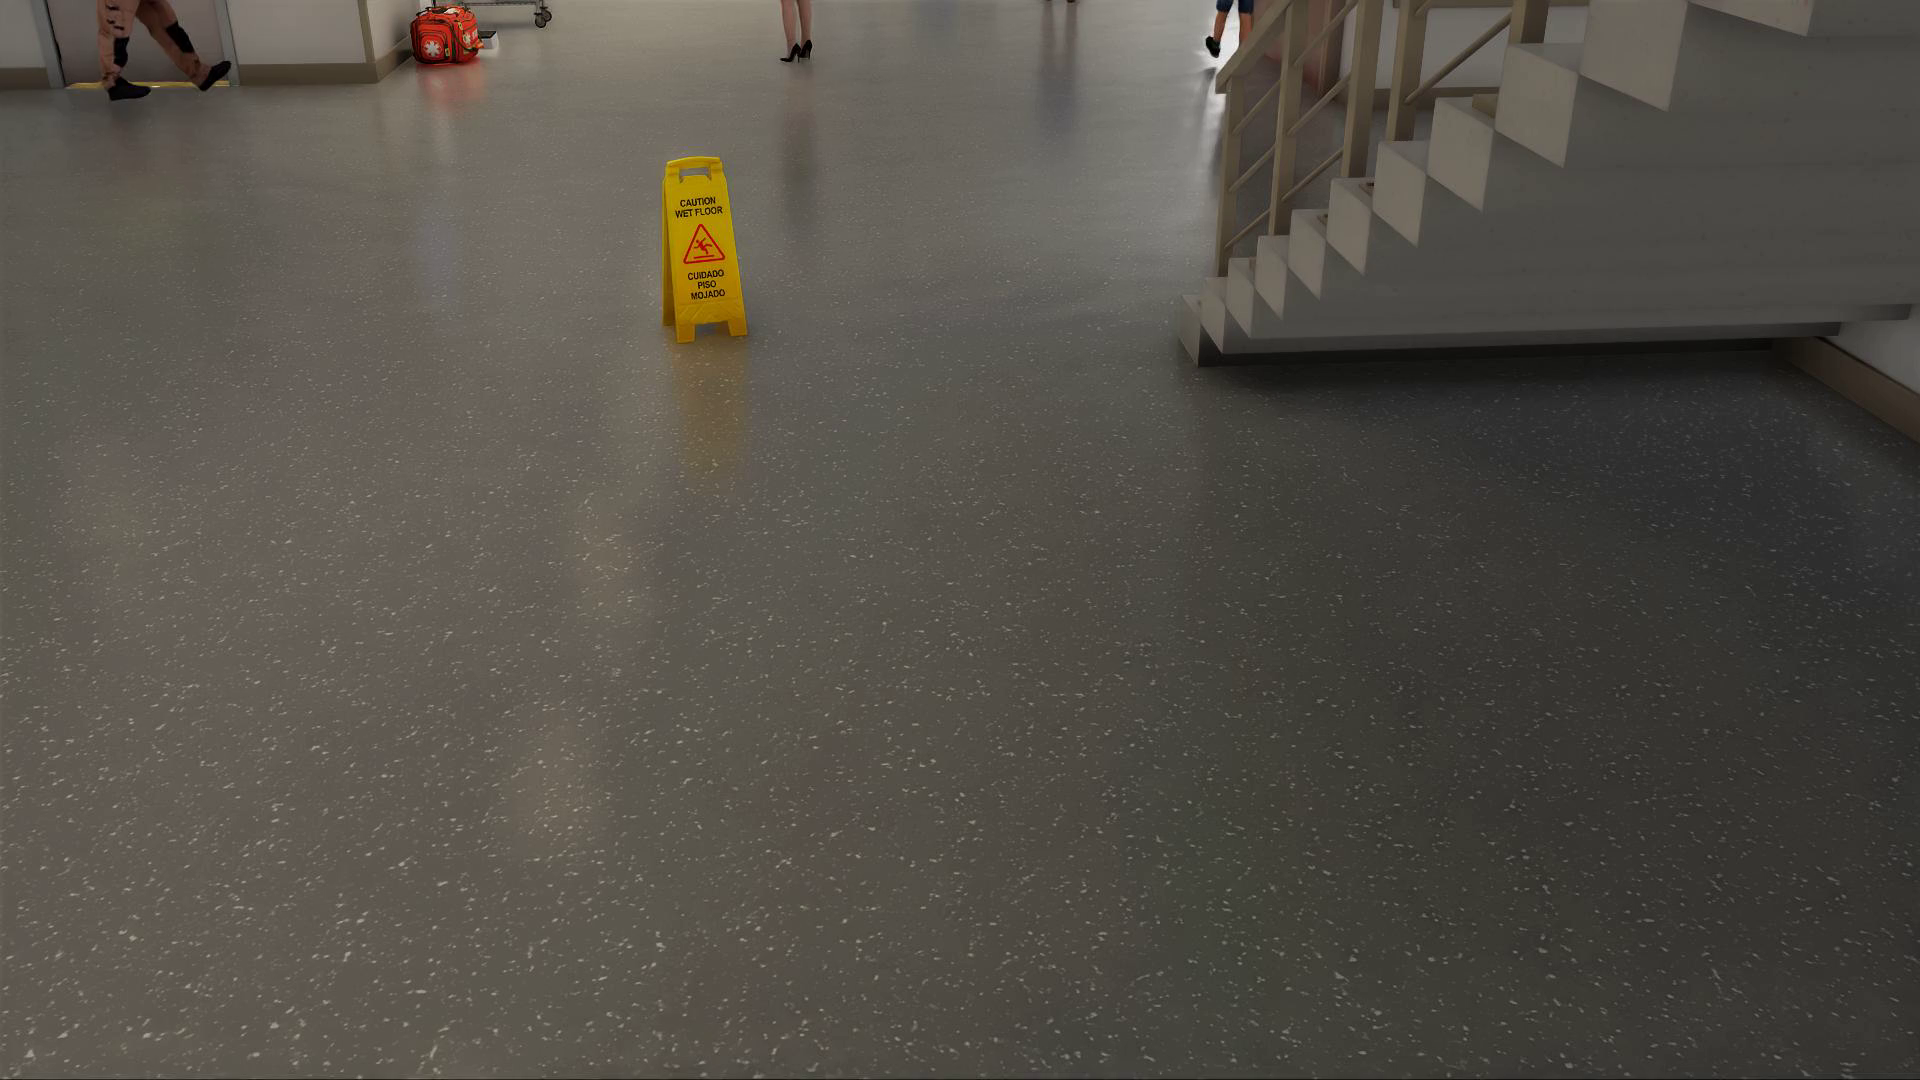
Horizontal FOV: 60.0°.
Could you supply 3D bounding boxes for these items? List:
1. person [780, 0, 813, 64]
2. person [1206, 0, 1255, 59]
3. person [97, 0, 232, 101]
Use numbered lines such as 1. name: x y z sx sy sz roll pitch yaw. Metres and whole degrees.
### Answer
1. person: -1.393 -4.794 13.589 0.736 1.696 0.656 17 30 31
2. person: 2.254 -4.501 13.303 0.542 1.417 0.897 -3 26 -6
3. person: -6.062 -4.043 11.915 0.841 1.798 1.065 -5 26 -10
